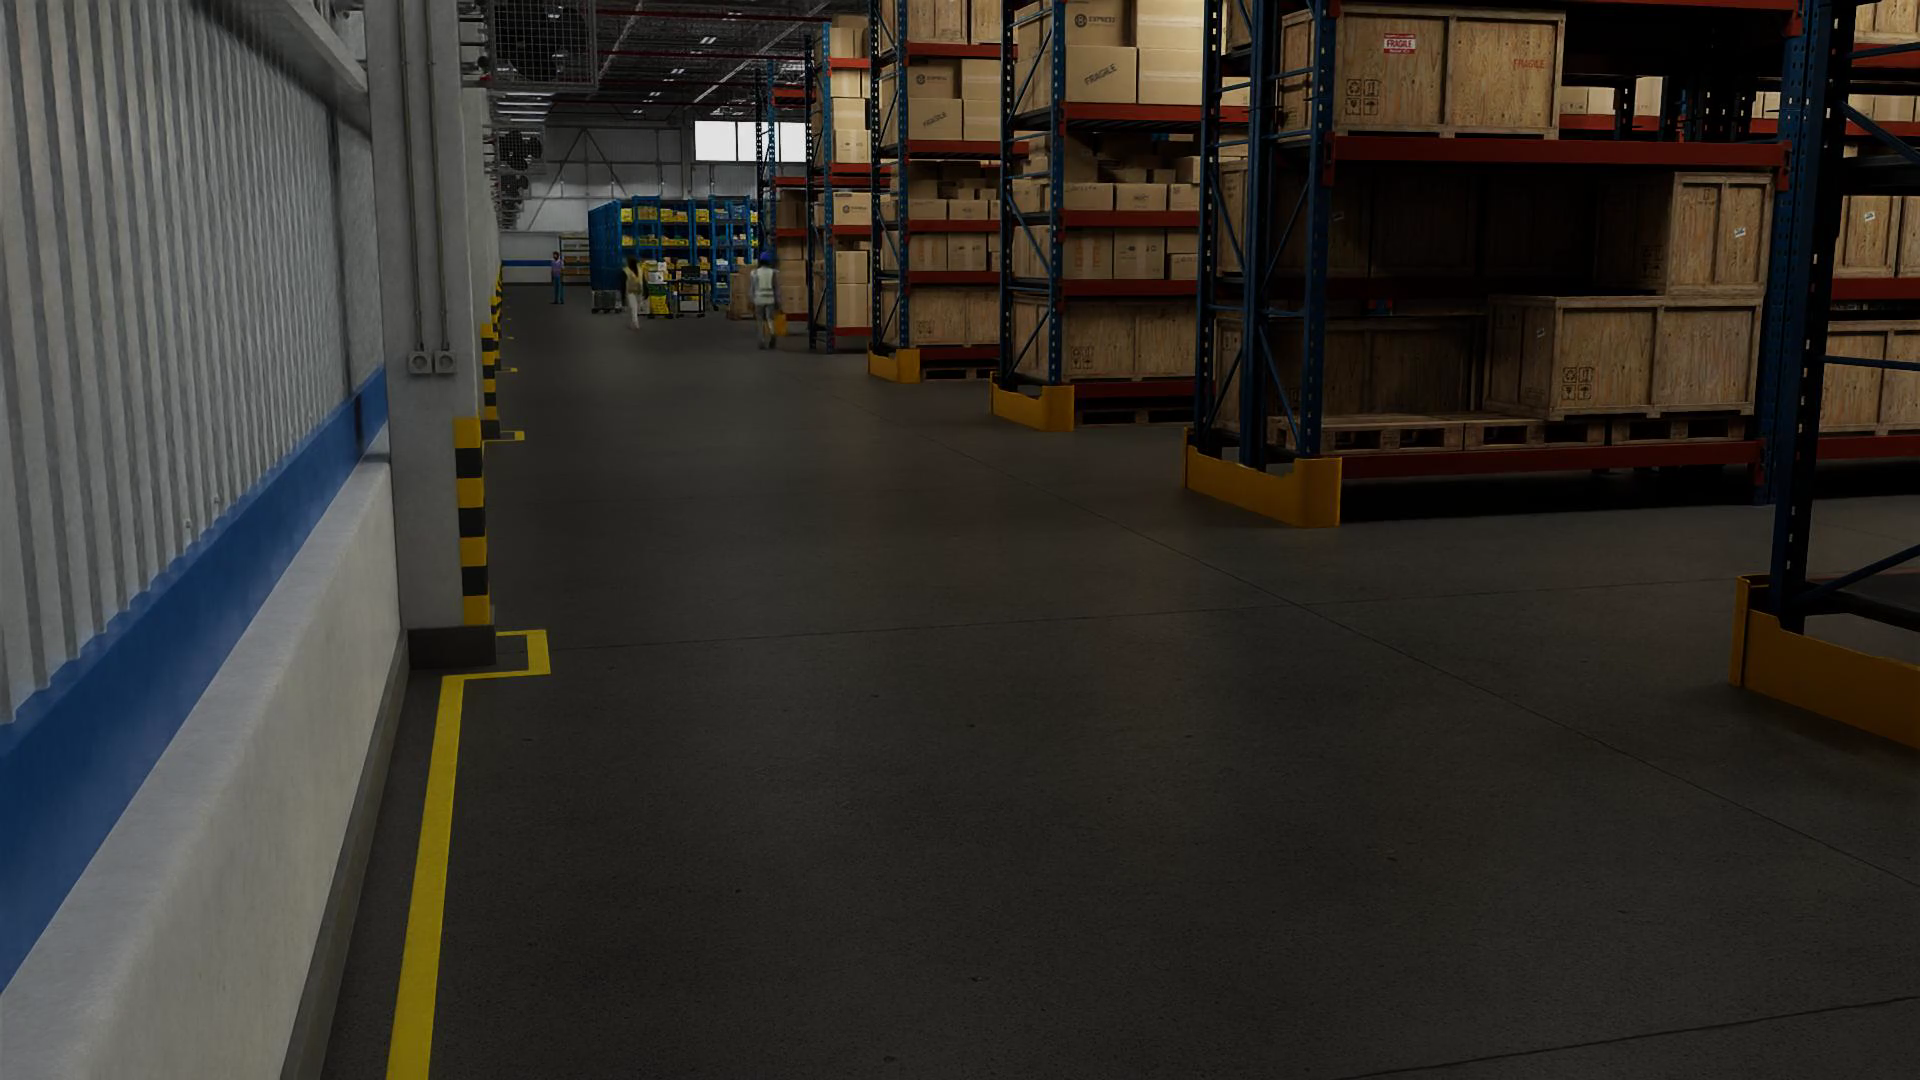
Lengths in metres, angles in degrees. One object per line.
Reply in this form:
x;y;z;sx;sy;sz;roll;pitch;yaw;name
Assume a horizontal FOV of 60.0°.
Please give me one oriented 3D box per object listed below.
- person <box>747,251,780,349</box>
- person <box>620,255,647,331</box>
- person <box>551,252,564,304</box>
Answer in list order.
-3.871;-4.713;32.775;0.617;1.926;0.442;-4;11;-20;person
-7.908;-5.964;40.163;0.772;1.817;0.630;10;14;43;person
-14.110;-9.190;58.336;0.569;1.844;0.377;6;12;31;person
